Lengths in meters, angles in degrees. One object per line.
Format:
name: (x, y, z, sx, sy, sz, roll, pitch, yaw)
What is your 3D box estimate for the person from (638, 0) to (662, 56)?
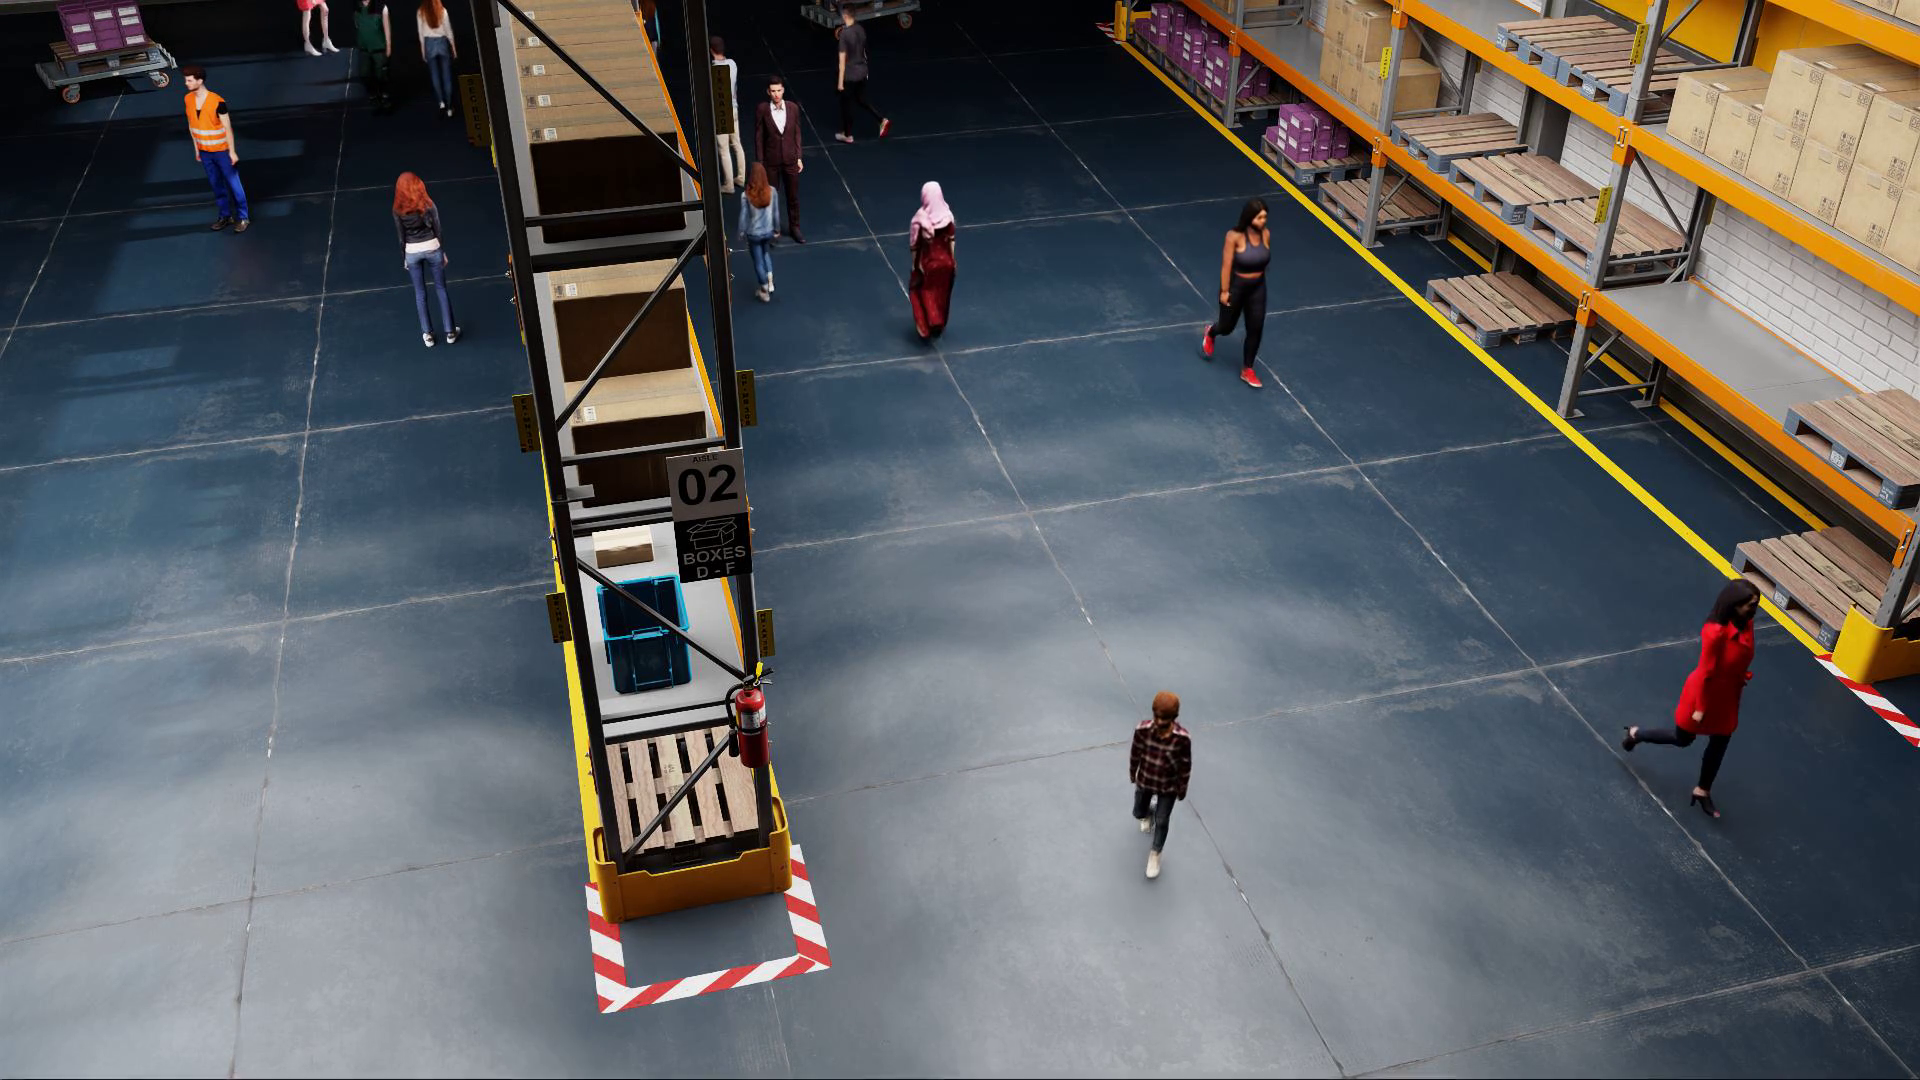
person: (-4.241, -6.731, 22.441, 0.577, 1.483, 0.826, -9, 35, -14)

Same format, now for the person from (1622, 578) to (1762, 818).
person: (4.718, 0.967, 10.643, 0.774, 1.723, 1.071, -18, 38, -25)

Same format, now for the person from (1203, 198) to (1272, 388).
person: (2.610, -2.371, 15.604, 0.697, 1.790, 1.073, -11, 35, -16)

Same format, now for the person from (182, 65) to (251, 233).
person: (-8.295, -4.377, 18.541, 0.787, 1.881, 0.805, 9, 35, 13)

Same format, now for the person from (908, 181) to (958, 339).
person: (-0.242, -2.692, 16.235, 0.628, 1.626, 0.714, -8, 35, -12)

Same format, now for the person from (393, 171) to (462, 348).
person: (-5.202, -2.737, 16.155, 0.566, 1.789, 0.541, -7, 34, -11)

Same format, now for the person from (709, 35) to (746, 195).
person: (-2.757, -4.991, 19.494, 0.773, 1.848, 0.726, 20, 38, 27)

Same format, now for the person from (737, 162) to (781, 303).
person: (-2.016, -3.129, 17.039, 0.648, 1.464, 0.647, -22, 39, -29)

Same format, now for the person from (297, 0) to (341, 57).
person: (-9.424, -7.812, 23.774, 0.778, 1.808, 0.731, 1, 34, 2)

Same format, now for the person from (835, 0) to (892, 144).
person: (-1.239, -5.786, 20.789, 1.104, 1.739, 1.033, 17, 37, 24)

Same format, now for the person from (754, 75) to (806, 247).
person: (-1.979, -4.183, 18.262, 0.675, 1.866, 0.589, -10, 35, -14)

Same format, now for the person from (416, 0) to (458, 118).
person: (-6.816, -6.368, 21.682, 0.623, 1.719, 0.625, -5, 34, -7)

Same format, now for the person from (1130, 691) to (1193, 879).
person: (1.244, 1.444, 10.311, 0.754, 1.296, 0.852, 11, 35, 16)

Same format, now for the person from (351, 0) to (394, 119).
person: (-7.603, -6.439, 21.701, 0.771, 1.816, 0.789, 5, 34, 7)
